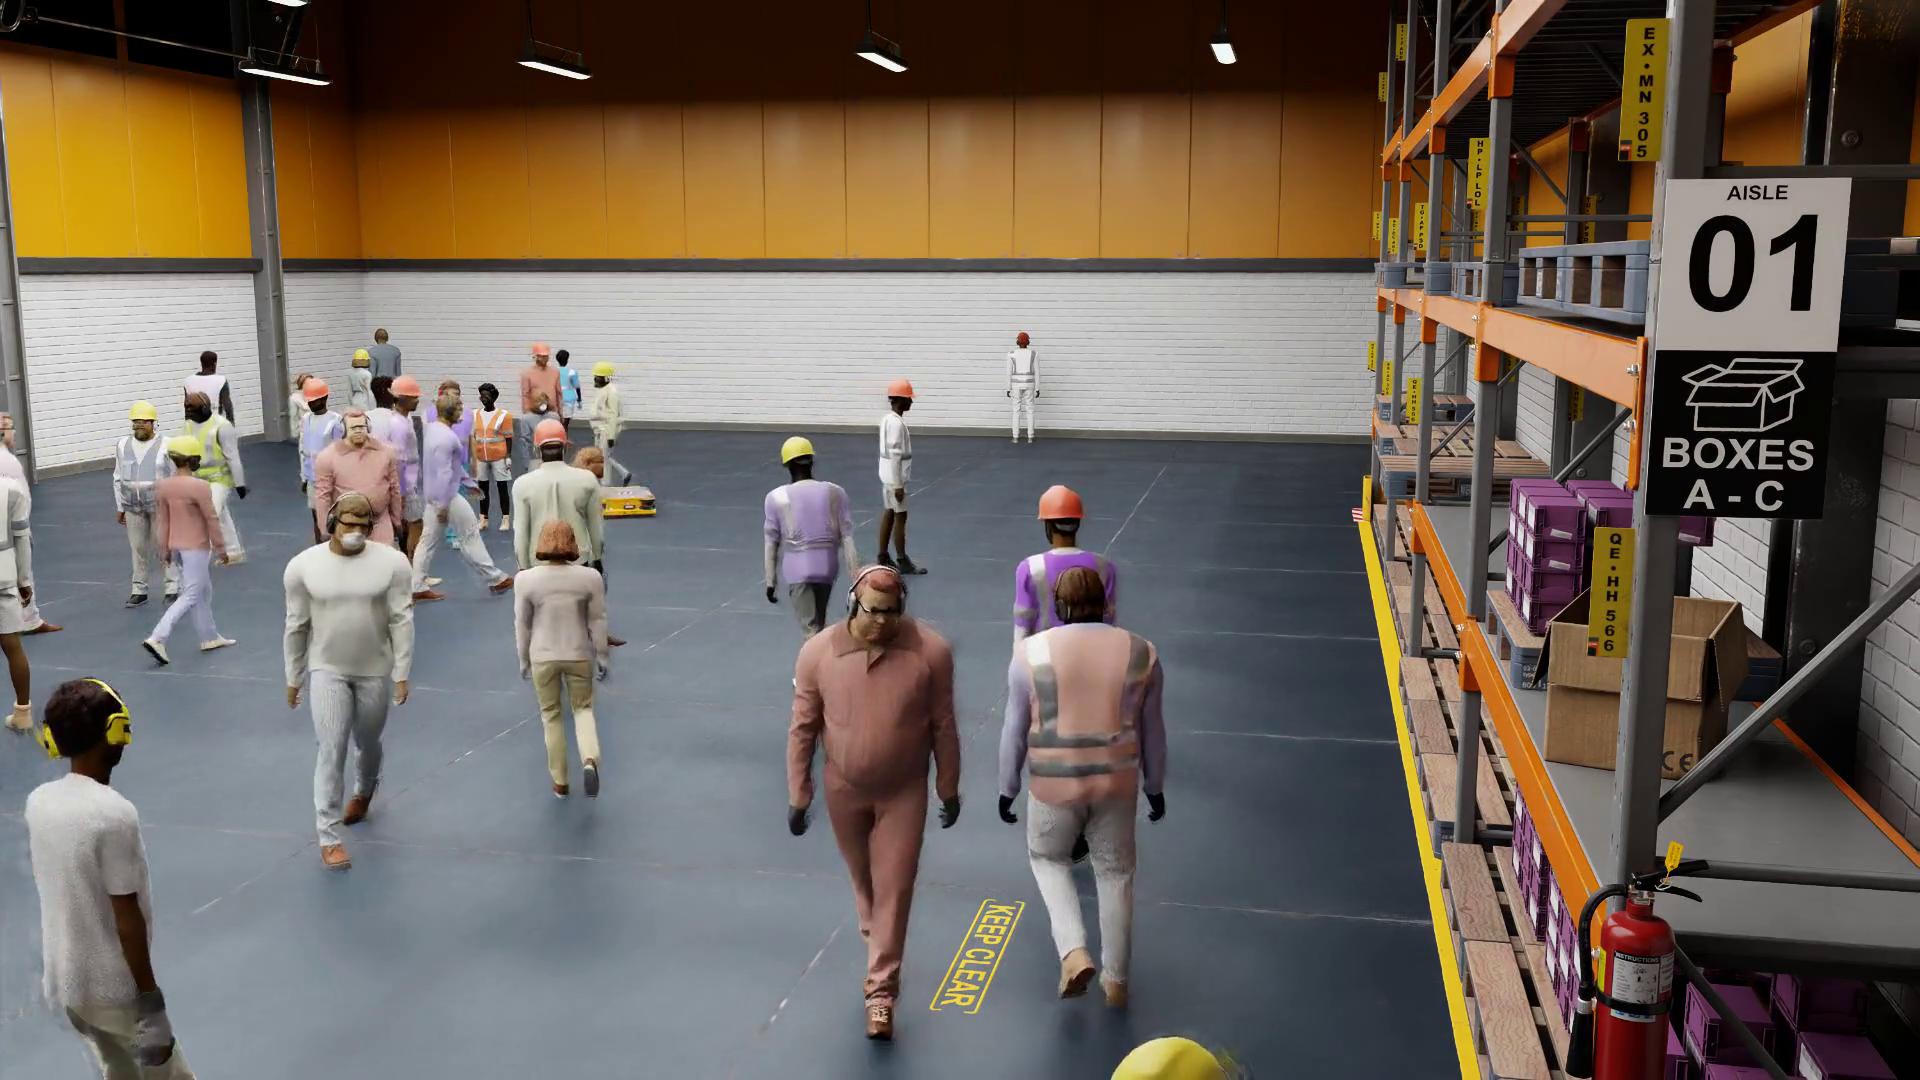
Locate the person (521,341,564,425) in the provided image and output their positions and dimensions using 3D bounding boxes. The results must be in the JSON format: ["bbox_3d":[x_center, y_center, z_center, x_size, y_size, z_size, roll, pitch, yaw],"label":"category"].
[{"bbox_3d":[-5.729,-1.745,22.896,0.649,1.981,0.434,-9,13,-42],"label":"person"}]

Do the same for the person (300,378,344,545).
[{"bbox_3d":[-6.245,-0.620,16.287,0.543,1.928,0.370,3,10,20],"label":"person"}]

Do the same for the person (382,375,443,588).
[{"bbox_3d":[-5.321,-0.526,15.484,0.788,2.015,0.622,-5,10,-25],"label":"person"}]

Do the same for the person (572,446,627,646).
[{"bbox_3d":[-2.952,0.068,13.052,0.543,1.617,0.504,-2,10,-13],"label":"person"}]

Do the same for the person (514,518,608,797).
[{"bbox_3d":[-2.234,0.688,9.356,0.500,1.617,0.464,-3,10,-19],"label":"person"}]

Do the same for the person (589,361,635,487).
[{"bbox_3d":[-4.506,-1.415,21.437,0.546,1.809,0.615,-5,11,-27],"label":"person"}]

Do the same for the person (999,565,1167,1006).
[{"bbox_3d":[0.505,1.013,6.787,0.710,1.815,0.467,-1,9,-6],"label":"person"}]

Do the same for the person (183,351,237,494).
[{"bbox_3d":[-9.813,-1.504,21.739,0.634,1.896,0.441,1,9,4],"label":"person"}]

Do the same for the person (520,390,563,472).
[{"bbox_3d":[-4.882,-0.959,19.357,0.513,1.612,0.771,-7,12,-36],"label":"person"}]

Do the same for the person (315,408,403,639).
[{"bbox_3d":[-4.791,-0.112,13.373,0.684,1.874,0.836,-6,11,-32],"label":"person"}]

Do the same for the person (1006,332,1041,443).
[{"bbox_3d":[1.077,-2.586,28.265,0.583,1.884,0.350,0,9,2],"label":"person"}]

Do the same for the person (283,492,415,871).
[{"bbox_3d":[-3.179,0.665,8.676,0.651,1.896,0.932,-4,10,-23],"label":"person"}]

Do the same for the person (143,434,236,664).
[{"bbox_3d":[-5.975,0.061,12.779,0.524,1.734,0.827,6,11,30],"label":"person"}]

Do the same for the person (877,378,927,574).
[{"bbox_3d":[-0.600,-0.623,16.303,0.409,1.937,0.546,-1,10,-9],"label":"person"}]

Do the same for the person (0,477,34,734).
[{"bbox_3d":[-6.235,0.270,10.583,0.379,2.041,0.616,6,11,31],"label":"person"}]

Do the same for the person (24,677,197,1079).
[{"bbox_3d":[-2.507,1.326,4.838,0.586,1.837,0.449,6,11,34],"label":"person"}]

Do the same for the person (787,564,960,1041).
[{"bbox_3d":[-0.354,1.015,6.638,0.686,1.849,0.925,1,9,5],"label":"person"}]

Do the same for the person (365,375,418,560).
[{"bbox_3d":[-5.581,-0.621,16.183,0.608,1.963,0.370,0,9,-1],"label":"person"}]

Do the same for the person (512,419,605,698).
[{"bbox_3d":[-2.792,0.140,11.609,0.625,1.968,0.839,-2,10,-14],"label":"person"}]

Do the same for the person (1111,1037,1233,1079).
[{"bbox_3d":[0.349,1.686,2.932,0.563,1.735,0.619,7,12,38],"label":"person"}]

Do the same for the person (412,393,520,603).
[{"bbox_3d":[-4.515,-0.386,15.004,1.040,1.877,0.631,-6,11,-32],"label":"person"}]

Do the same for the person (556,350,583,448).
[{"bbox_3d":[-6.378,-2.238,26.864,0.543,1.641,0.888,1,9,4],"label":"person"}]

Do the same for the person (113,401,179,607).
[{"bbox_3d":[-7.184,-0.313,14.717,0.586,1.837,0.403,-1,9,-4],"label":"person"}]

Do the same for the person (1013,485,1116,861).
[{"bbox_3d":[0.555,0.680,8.563,0.542,1.905,0.836,-2,10,-14],"label":"person"}]

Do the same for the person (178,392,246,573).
[{"bbox_3d":[-7.434,-0.563,16.361,0.716,1.779,0.952,5,11,27],"label":"person"}]

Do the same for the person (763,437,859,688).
[{"bbox_3d":[-1.009,0.230,11.390,0.628,1.865,0.979,-4,10,-24],"label":"person"}]

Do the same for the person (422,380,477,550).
[{"bbox_3d":[-5.524,-0.836,17.975,0.574,1.817,0.846,-7,11,-34],"label":"person"}]

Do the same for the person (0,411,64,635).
[{"bbox_3d":[-7.735,-0.088,13.291,0.663,1.874,0.898,8,12,39],"label":"person"}]

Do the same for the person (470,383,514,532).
[{"bbox_3d":[-5.321,-0.933,18.870,0.532,1.696,0.319,1,10,7],"label":"person"}]

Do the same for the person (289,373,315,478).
[{"bbox_3d":[-8.547,-1.384,21.798,0.426,1.624,0.532,6,11,32],"label":"person"}]

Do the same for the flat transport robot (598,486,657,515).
[{"bbox_3d":[-4.160,-0.495,20.519,0.652,0.197,1.431,-3,10,-17],"label":"flat transport robot"}]

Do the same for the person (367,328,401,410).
[{"bbox_3d":[-9.880,-2.659,28.542,0.373,1.940,0.629,7,12,37],"label":"person"}]

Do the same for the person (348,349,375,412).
[{"bbox_3d":[-9.097,-2.035,25.370,0.492,1.742,0.317,5,11,28],"label":"person"}]
